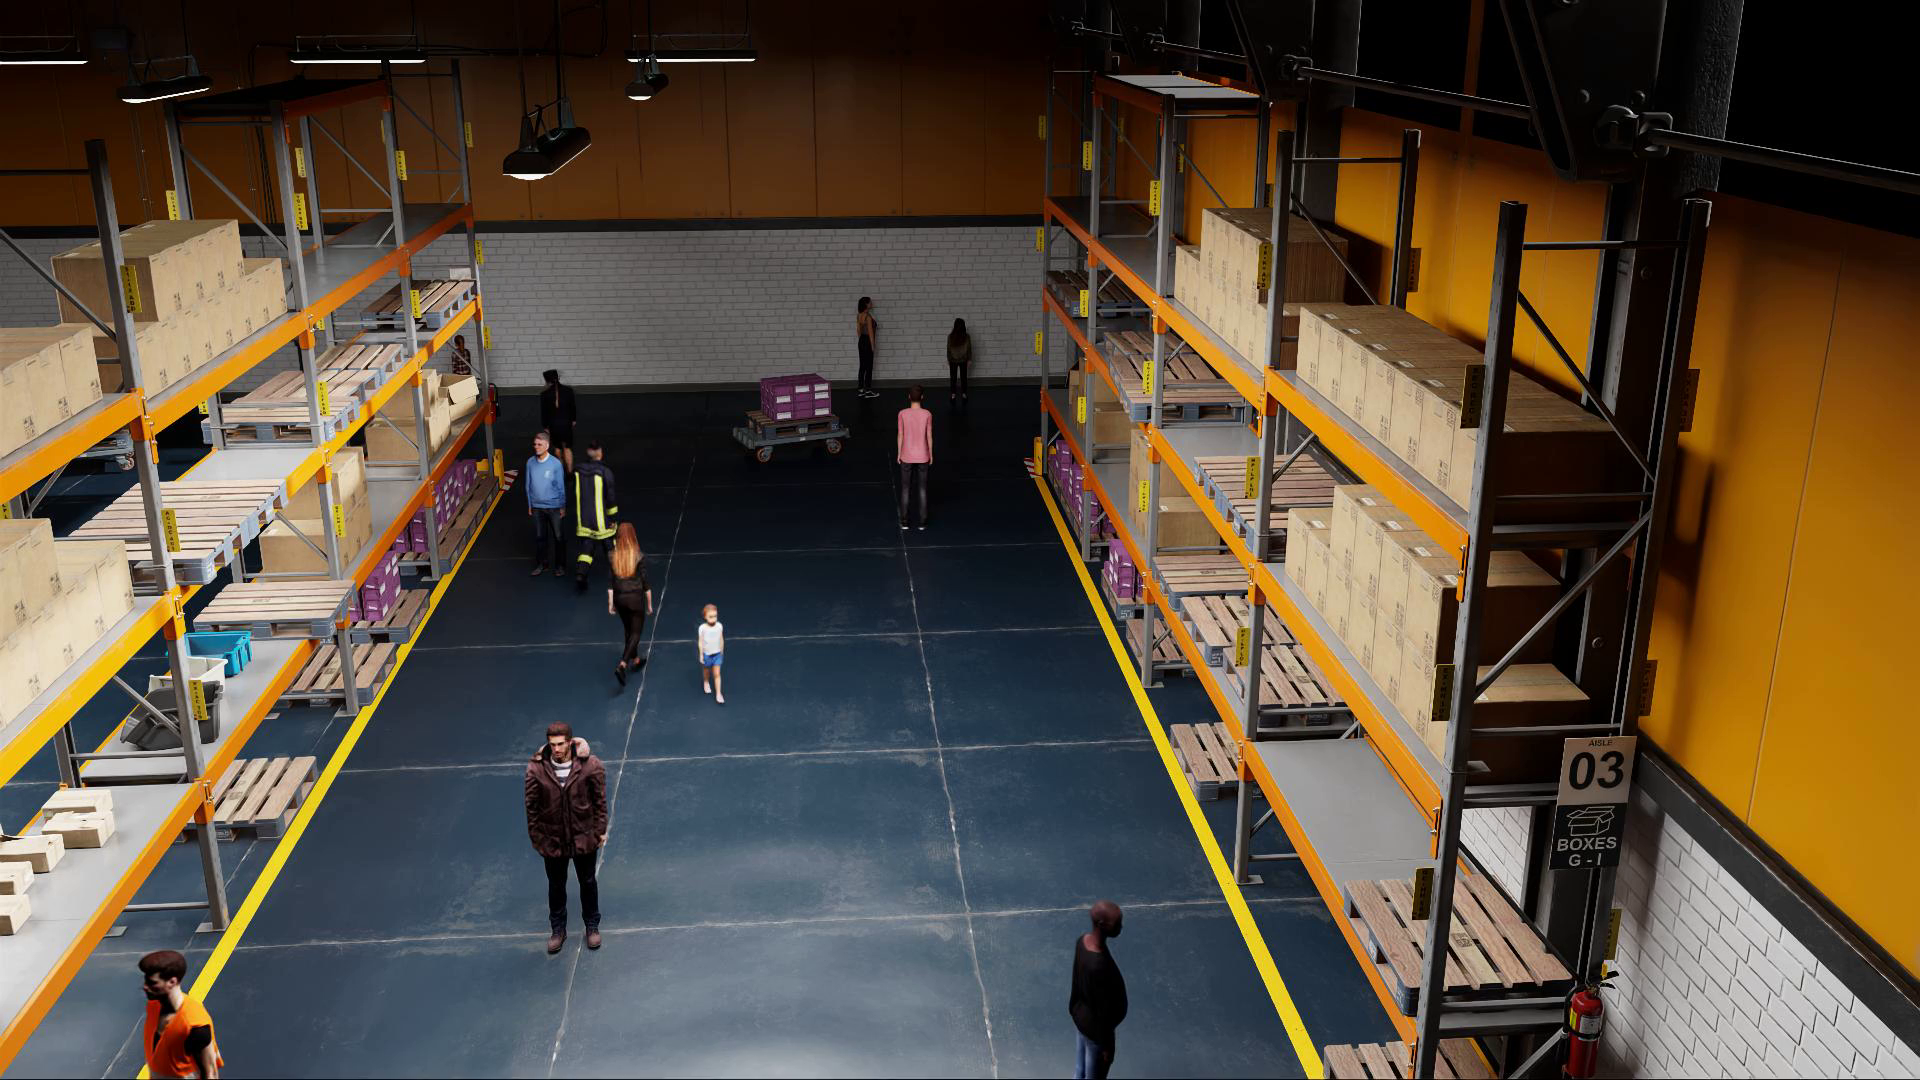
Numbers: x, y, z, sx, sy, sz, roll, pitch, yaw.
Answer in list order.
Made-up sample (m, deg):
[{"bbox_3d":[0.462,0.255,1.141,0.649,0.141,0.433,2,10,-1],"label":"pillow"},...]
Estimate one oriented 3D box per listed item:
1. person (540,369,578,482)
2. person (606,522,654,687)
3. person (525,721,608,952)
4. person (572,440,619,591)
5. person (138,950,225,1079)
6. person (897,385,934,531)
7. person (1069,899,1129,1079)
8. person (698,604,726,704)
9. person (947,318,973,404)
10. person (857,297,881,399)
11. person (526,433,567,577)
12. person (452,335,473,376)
[{"bbox_3d":[-5.788,-1.622,24.199,0.936,1.631,1.155,-9,21,-25],"label":"person"},{"bbox_3d":[-3.472,0.682,17.267,0.811,1.688,1.136,4,19,12],"label":"person"},{"bbox_3d":[-2.941,2.203,12.503,0.768,1.846,0.682,-3,19,-9],"label":"person"},{"bbox_3d":[-4.411,-0.289,19.924,0.958,1.832,1.191,4,19,11],"label":"person"},{"bbox_3d":[-4.417,3.174,9.554,0.788,1.888,0.835,12,22,33],"label":"person"},{"bbox_3d":[-0.603,-1.099,22.134,0.635,1.958,0.563,-1,19,-2],"label":"person"},{"bbox_3d":[0.823,3.010,10.263,0.689,1.746,0.524,-5,19,-14],"label":"person"},{"bbox_3d":[-2.562,1.131,17.009,0.512,1.001,0.754,-6,19,-17],"label":"person"},{"bbox_3d":[-0.024,-3.130,28.919,0.589,1.476,0.506,-1,19,-2],"label":"person"},{"bbox_3d":[-1.659,-3.411,29.291,0.741,1.770,0.624,-13,22,-33],"label":"person"},{"bbox_3d":[-5.071,-0.455,20.439,0.713,1.819,0.668,4,19,12],"label":"person"},{"bbox_3d":[-8.485,-2.854,28.365,0.683,1.306,0.623,15,24,38],"label":"person"}]
